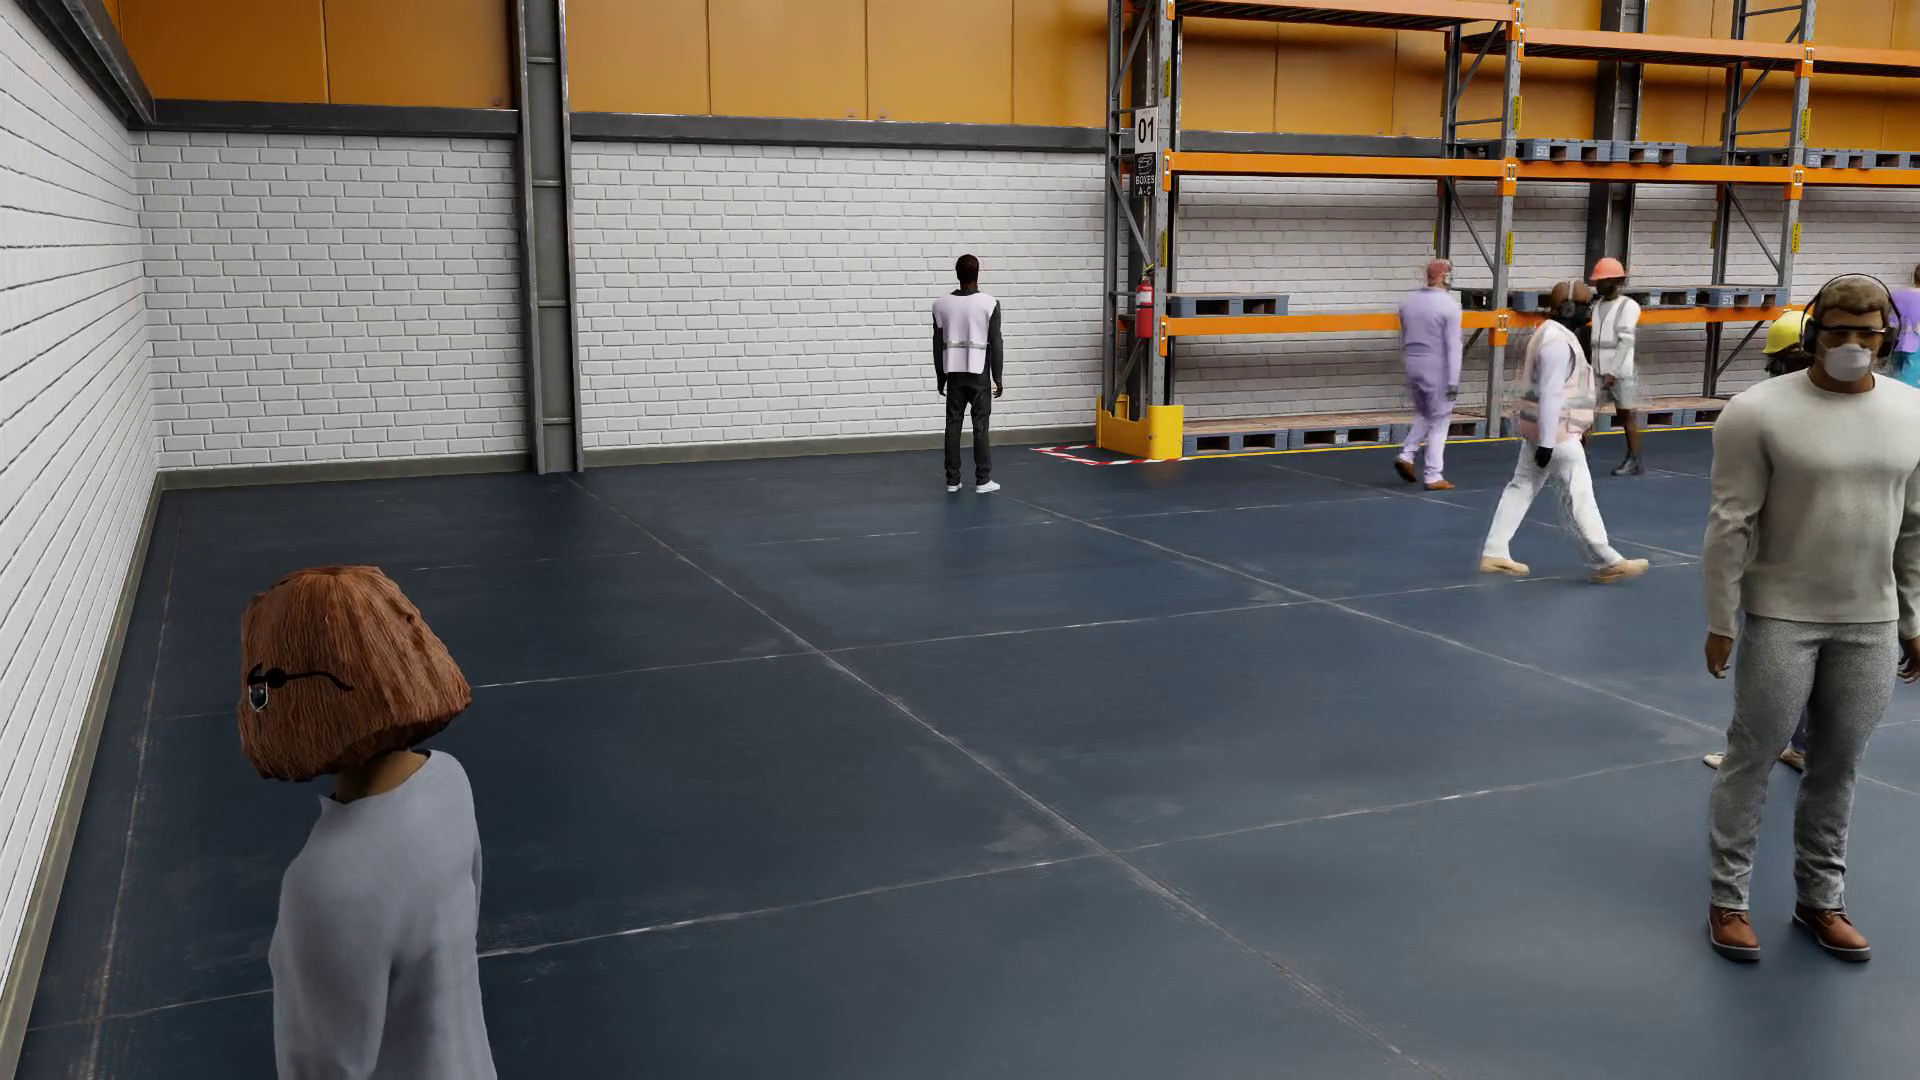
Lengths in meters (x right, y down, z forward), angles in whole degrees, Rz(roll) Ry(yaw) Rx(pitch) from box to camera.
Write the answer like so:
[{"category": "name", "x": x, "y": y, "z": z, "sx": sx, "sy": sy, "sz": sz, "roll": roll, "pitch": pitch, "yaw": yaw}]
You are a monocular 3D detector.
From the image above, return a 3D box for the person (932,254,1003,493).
[{"category": "person", "x": 0.064, "y": -1.333, "z": 13.436, "sx": 0.592, "sy": 1.917, "sz": 0.392, "roll": 3, "pitch": 11, "yaw": 19}]

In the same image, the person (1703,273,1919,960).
[{"category": "person", "x": 2.403, "y": 0.228, "z": 4.675, "sx": 0.635, "sy": 1.936, "sz": 0.351, "roll": 0, "pitch": 10, "yaw": 1}]

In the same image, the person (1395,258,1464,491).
[{"category": "person", "x": 3.869, "y": -1.349, "z": 13.627, "sx": 0.451, "sy": 1.887, "sz": 0.657, "roll": -6, "pitch": 12, "yaw": -29}]

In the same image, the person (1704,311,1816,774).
[{"category": "person", "x": 3.091, "y": 0.028, "z": 6.271, "sx": 0.533, "sy": 1.766, "sz": 0.311, "roll": -2, "pitch": 10, "yaw": -13}]

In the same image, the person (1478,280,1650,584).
[{"category": "person", "x": 3.606, "y": -0.640, "z": 9.913, "sx": 0.964, "sy": 1.789, "sz": 0.638, "roll": 3, "pitch": 10, "yaw": 14}]

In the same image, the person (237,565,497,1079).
[{"category": "person", "x": -0.732, "y": 0.836, "z": 2.156, "sx": 0.270, "sy": 1.627, "sz": 0.502, "roll": 0, "pitch": 10, "yaw": -1}]

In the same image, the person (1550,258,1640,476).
[{"category": "person", "x": 5.512, "y": -1.458, "z": 14.229, "sx": 0.976, "sy": 1.883, "sz": 0.549, "roll": -5, "pitch": 11, "yaw": -25}]

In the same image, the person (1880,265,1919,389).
[{"category": "person", "x": 9.669, "y": -1.866, "z": 16.713, "sx": 0.931, "sy": 1.798, "sz": 0.607, "roll": -3, "pitch": 11, "yaw": -16}]
